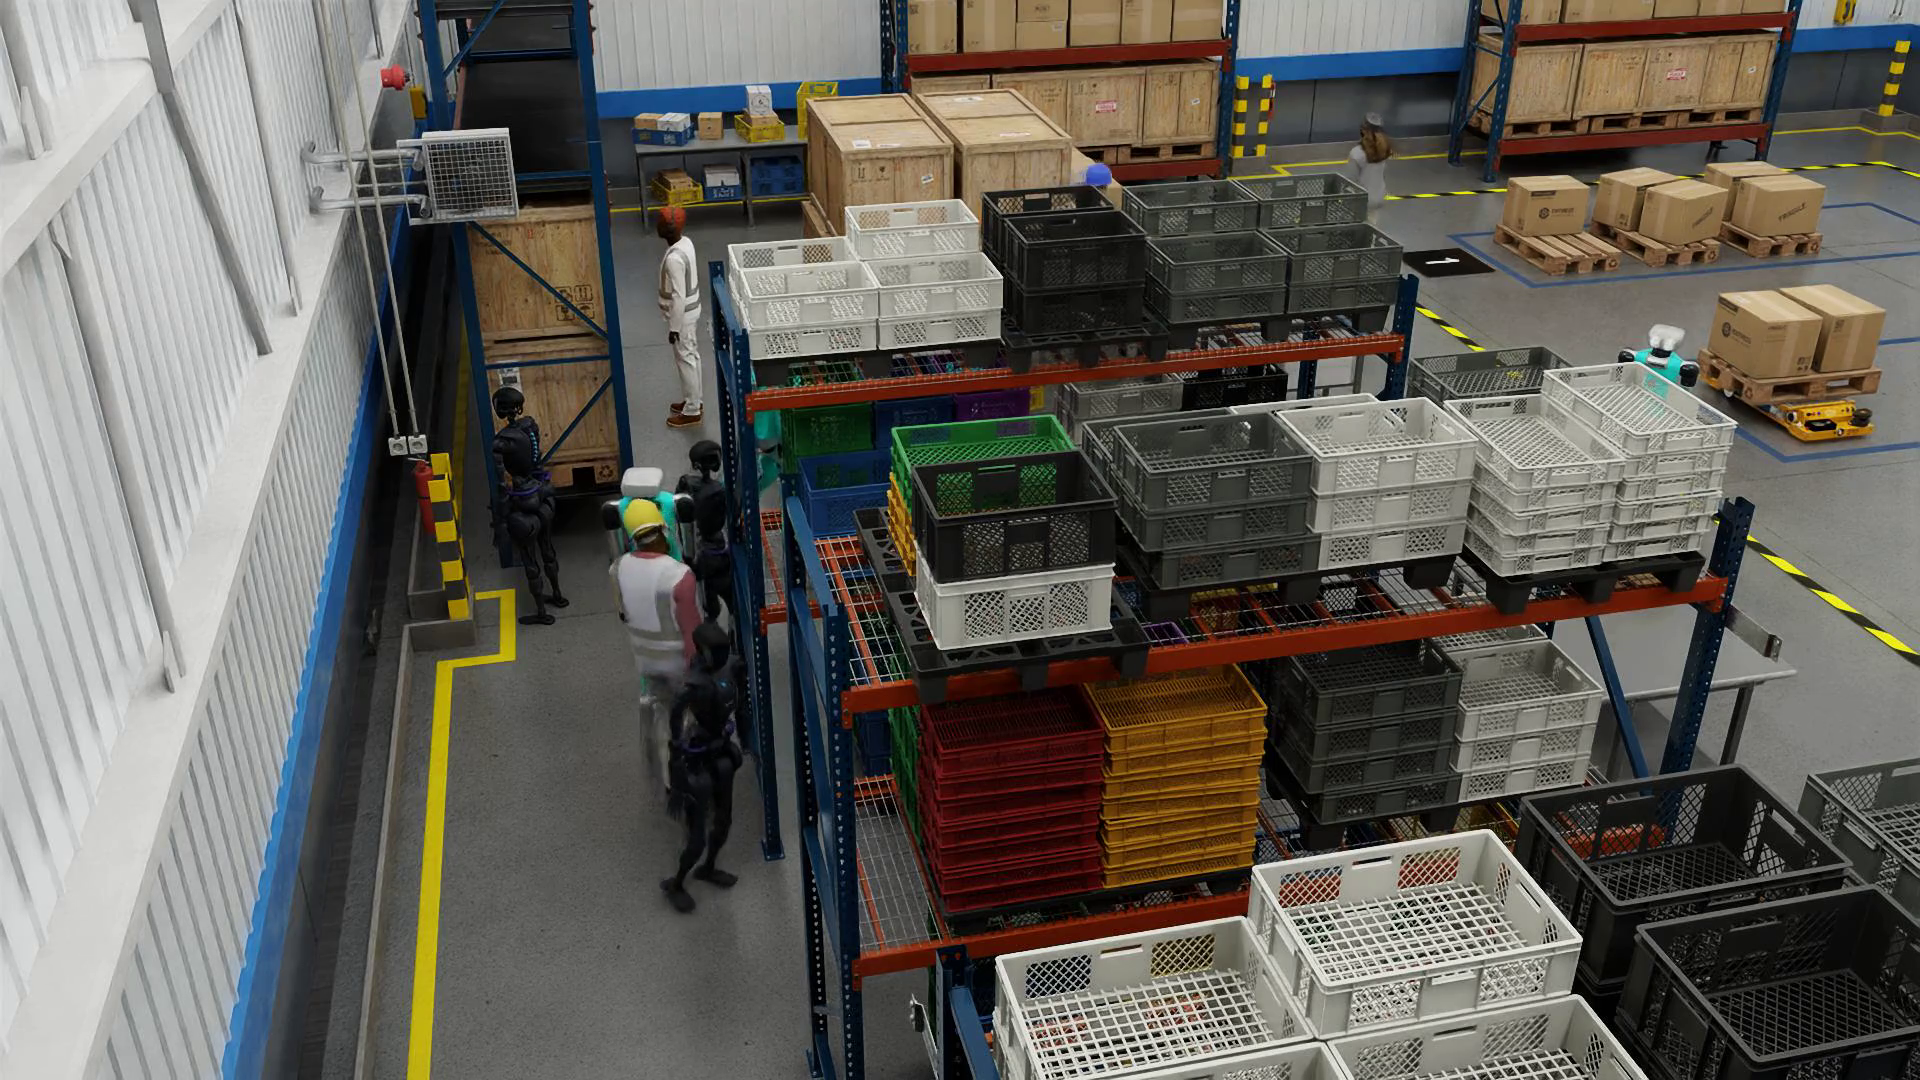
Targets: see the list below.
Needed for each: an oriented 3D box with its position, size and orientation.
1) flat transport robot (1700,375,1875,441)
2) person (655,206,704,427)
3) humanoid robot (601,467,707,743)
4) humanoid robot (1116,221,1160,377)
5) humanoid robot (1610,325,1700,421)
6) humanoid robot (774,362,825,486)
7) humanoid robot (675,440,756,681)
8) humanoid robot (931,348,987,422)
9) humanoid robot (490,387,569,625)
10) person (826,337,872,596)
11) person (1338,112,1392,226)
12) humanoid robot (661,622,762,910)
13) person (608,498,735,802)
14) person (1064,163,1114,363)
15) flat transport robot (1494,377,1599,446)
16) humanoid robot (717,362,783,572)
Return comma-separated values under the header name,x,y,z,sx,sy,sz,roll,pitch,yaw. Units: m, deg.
name,x,y,z,sx,sy,sz,roll,pitch,yaw
flat transport robot,7.143,-1.253,14.394,0.652,0.197,1.431,-6,28,-12
person,-2.336,-1.864,13.851,0.352,1.884,0.579,0,28,-1
humanoid robot,-1.728,0.510,9.557,0.557,1.845,0.666,-3,28,-6
humanoid robot,1.485,-1.977,14.307,0.592,1.627,0.581,0,28,0
humanoid robot,4.888,-0.774,11.803,0.533,1.671,0.735,16,32,28
humanoid robot,-0.941,-0.521,11.409,0.712,1.734,0.531,-13,30,-23
humanoid robot,-1.509,0.147,10.268,0.612,1.653,0.364,17,32,29
humanoid robot,0.115,-0.575,11.452,0.531,1.692,0.734,-12,30,-21
humanoid robot,-2.865,-0.228,10.952,0.315,1.657,0.599,8,29,14
person,-0.740,-0.507,11.107,0.391,2.044,0.607,-6,28,-12
person,4.151,-3.525,17.138,0.568,1.755,0.437,-14,31,-25
humanoid robot,-1.273,1.112,8.441,0.405,1.640,0.616,18,33,31
person,-1.613,0.632,9.232,0.660,1.771,0.422,15,31,27
person,1.254,-2.396,14.844,0.635,1.893,0.612,25,36,38
flat transport robot,4.780,-1.036,14.013,0.659,0.231,1.431,-6,28,-12
humanoid robot,-1.470,-0.551,11.484,0.662,1.773,0.530,17,32,29
